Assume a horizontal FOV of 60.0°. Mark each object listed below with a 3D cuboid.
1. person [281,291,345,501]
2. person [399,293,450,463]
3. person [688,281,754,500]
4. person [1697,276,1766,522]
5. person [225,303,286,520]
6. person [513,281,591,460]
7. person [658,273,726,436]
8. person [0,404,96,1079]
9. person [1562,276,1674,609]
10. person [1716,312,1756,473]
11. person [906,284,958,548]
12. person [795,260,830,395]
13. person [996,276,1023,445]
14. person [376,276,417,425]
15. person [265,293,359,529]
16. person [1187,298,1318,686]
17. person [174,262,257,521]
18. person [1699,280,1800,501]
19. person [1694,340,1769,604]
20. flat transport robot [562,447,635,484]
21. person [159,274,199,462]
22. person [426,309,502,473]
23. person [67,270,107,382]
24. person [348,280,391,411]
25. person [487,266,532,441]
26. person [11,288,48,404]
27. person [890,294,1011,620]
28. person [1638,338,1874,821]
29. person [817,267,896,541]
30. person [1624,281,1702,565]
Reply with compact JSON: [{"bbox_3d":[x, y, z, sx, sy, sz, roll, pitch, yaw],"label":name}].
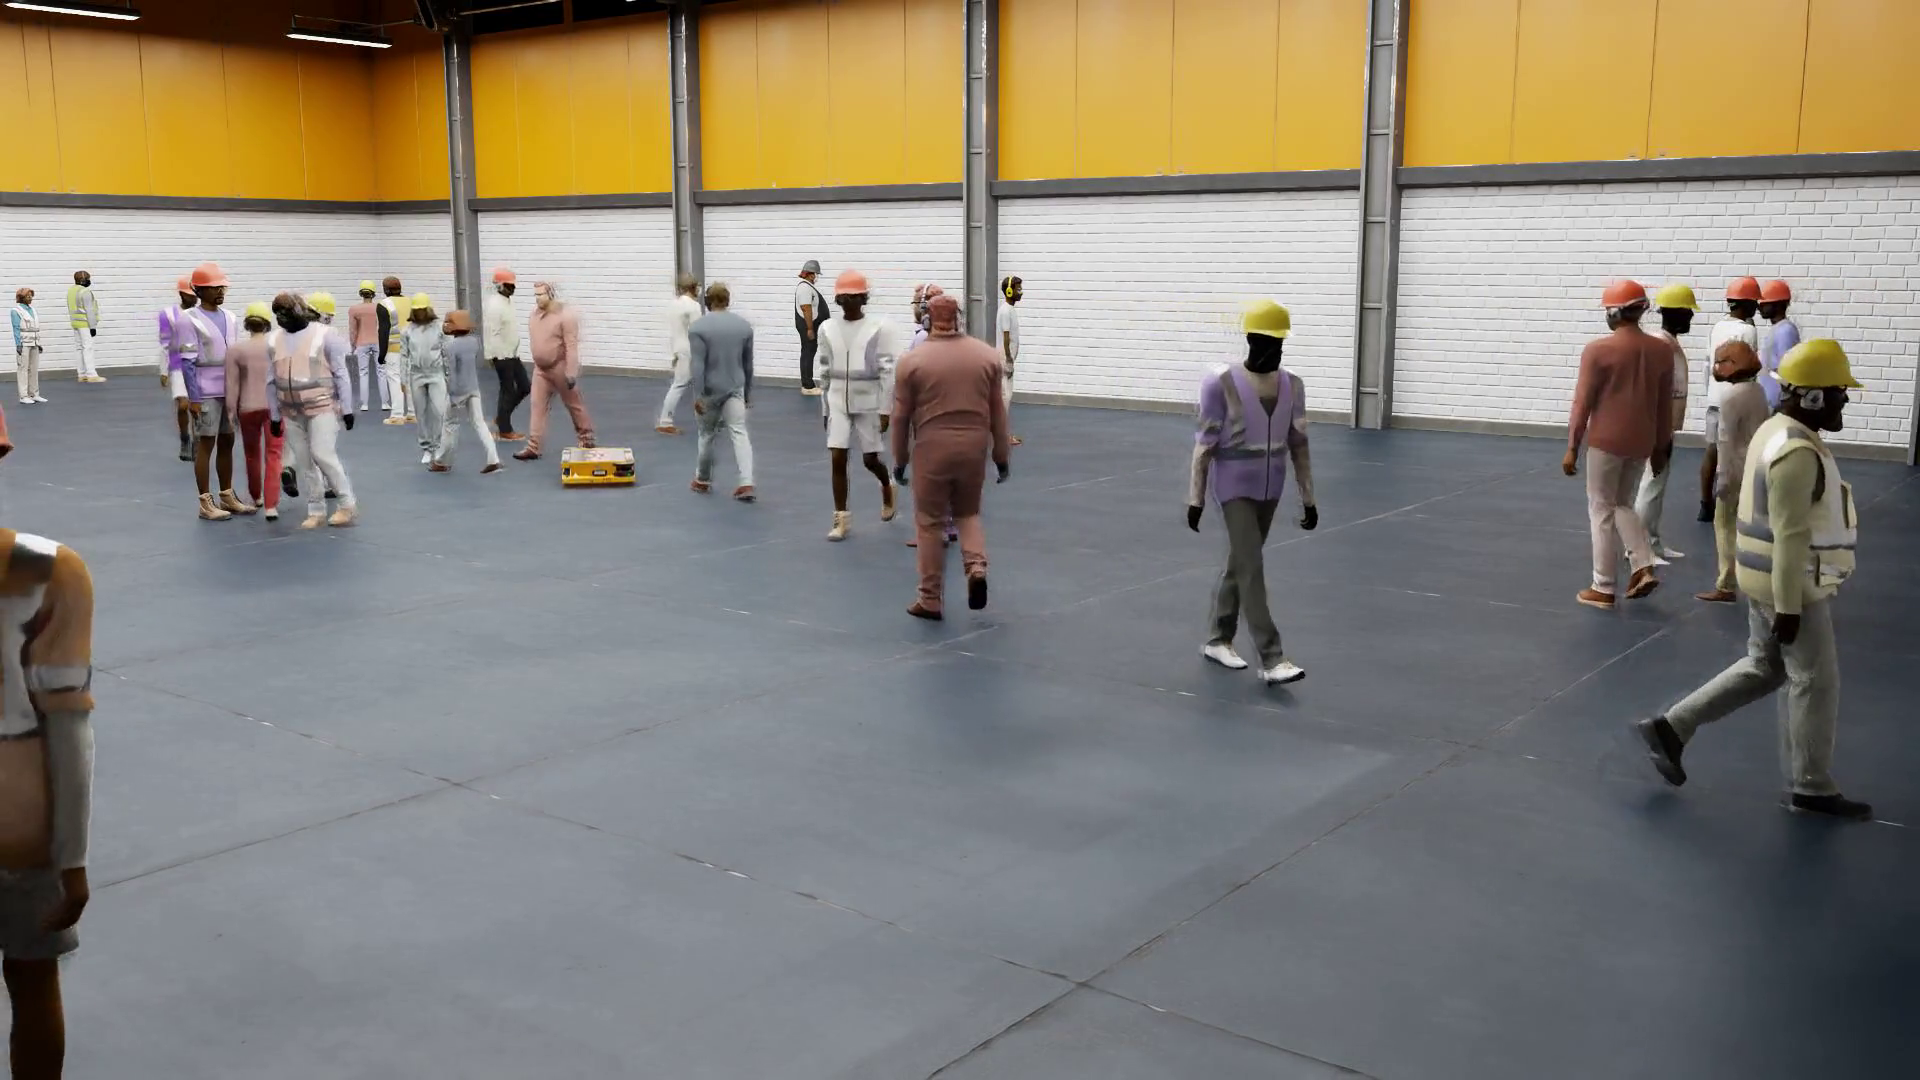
[{"bbox_3d":[-5.483,-1.191,14.055,0.595,1.801,0.595,3,10,15],"label":"person"},{"bbox_3d":[-5.358,-1.601,16.661,0.501,1.717,0.720,-2,10,-11],"label":"person"},{"bbox_3d":[-2.051,-1.294,14.402,0.649,1.892,1.035,-7,12,-33],"label":"person"},{"bbox_3d":[6.022,-1.074,12.954,0.373,1.939,0.545,-1,10,-7],"label":"person"},{"bbox_3d":[-5.632,-1.044,13.433,0.519,1.713,0.936,-3,10,-18],"label":"person"},{"bbox_3d":[-4.223,-1.769,17.298,0.665,1.841,1.056,5,11,27],"label":"person"},{"bbox_3d":[-3.101,-2.156,19.421,1.031,1.884,0.640,-4,11,-23],"label":"person"},{"bbox_3d":[-2.040,0.614,3.354,0.558,1.882,0.904,-3,10,-17],"label":"person"},{"bbox_3d":[3.912,-0.571,9.927,0.620,1.979,0.424,-4,10,-20],"label":"person"},{"bbox_3d":[7.487,-1.555,16.026,0.506,1.846,0.346,-8,13,-40],"label":"person"},{"bbox_3d":[-0.204,-0.895,12.042,0.396,1.900,0.655,3,10,18],"label":"person"},{"bbox_3d":[-2.227,-3.220,25.150,0.536,2.000,0.676,-1,10,-8],"label":"person"},{"bbox_3d":[0.547,-1.991,18.497,0.309,1.868,0.535,0,10,1],"label":"person"},{"bbox_3d":[-7.002,-2.349,20.670,0.430,1.840,0.625,5,11,26],"label":"person"},{"bbox_3d":[-5.018,-0.975,12.805,0.707,1.813,0.433,2,10,13],"label":"person"},{"bbox_3d":[1.509,-0.231,8.191,0.611,1.880,0.943,-5,11,-29],"label":"person"},{"bbox_3d":[-5.926,-1.181,13.276,0.377,2.044,0.608,3,10,15],"label":"person"},{"bbox_3d":[6.528,-1.163,13.595,0.925,1.892,0.569,4,11,24],"label":"person"},{"bbox_3d":[4.740,-0.387,9.937,0.505,1.607,0.547,-8,13,-40],"label":"person"},{"bbox_3d":[-3.420,-0.713,15.703,0.652,0.197,1.431,-2,10,-12],"label":"flat transport robot"},{"bbox_3d":[-7.791,-1.736,16.878,0.562,1.911,0.463,-8,12,-38],"label":"person"},{"bbox_3d":[-4.787,-1.421,16.005,0.832,1.593,0.498,5,11,26],"label":"person"},{"bbox_3d":[-14.477,-3.529,27.526,0.624,1.845,0.430,7,12,36],"label":"person"},{"bbox_3d":[-7.943,-2.614,22.422,0.533,1.768,0.311,-3,10,-17],"label":"person"},{"bbox_3d":[-5.093,-2.091,18.767,0.449,1.969,0.642,0,10,3],"label":"person"},{"bbox_3d":[-13.234,-2.755,23.615,0.309,1.636,0.522,1,10,5],"label":"person"},{"bbox_3d":[-0.041,-0.472,9.627,0.710,1.876,0.519,-3,10,-19],"label":"person"},{"bbox_3d":[3.052,0.142,6.276,0.770,1.810,0.598,3,10,17],"label":"person"},{"bbox_3d":[-0.749,-1.024,12.461,0.617,2.019,0.803,3,10,17],"label":"person"},{"bbox_3d":[4.824,-0.798,11.390,0.371,1.929,0.587,4,10,21],"label":"person"}]
